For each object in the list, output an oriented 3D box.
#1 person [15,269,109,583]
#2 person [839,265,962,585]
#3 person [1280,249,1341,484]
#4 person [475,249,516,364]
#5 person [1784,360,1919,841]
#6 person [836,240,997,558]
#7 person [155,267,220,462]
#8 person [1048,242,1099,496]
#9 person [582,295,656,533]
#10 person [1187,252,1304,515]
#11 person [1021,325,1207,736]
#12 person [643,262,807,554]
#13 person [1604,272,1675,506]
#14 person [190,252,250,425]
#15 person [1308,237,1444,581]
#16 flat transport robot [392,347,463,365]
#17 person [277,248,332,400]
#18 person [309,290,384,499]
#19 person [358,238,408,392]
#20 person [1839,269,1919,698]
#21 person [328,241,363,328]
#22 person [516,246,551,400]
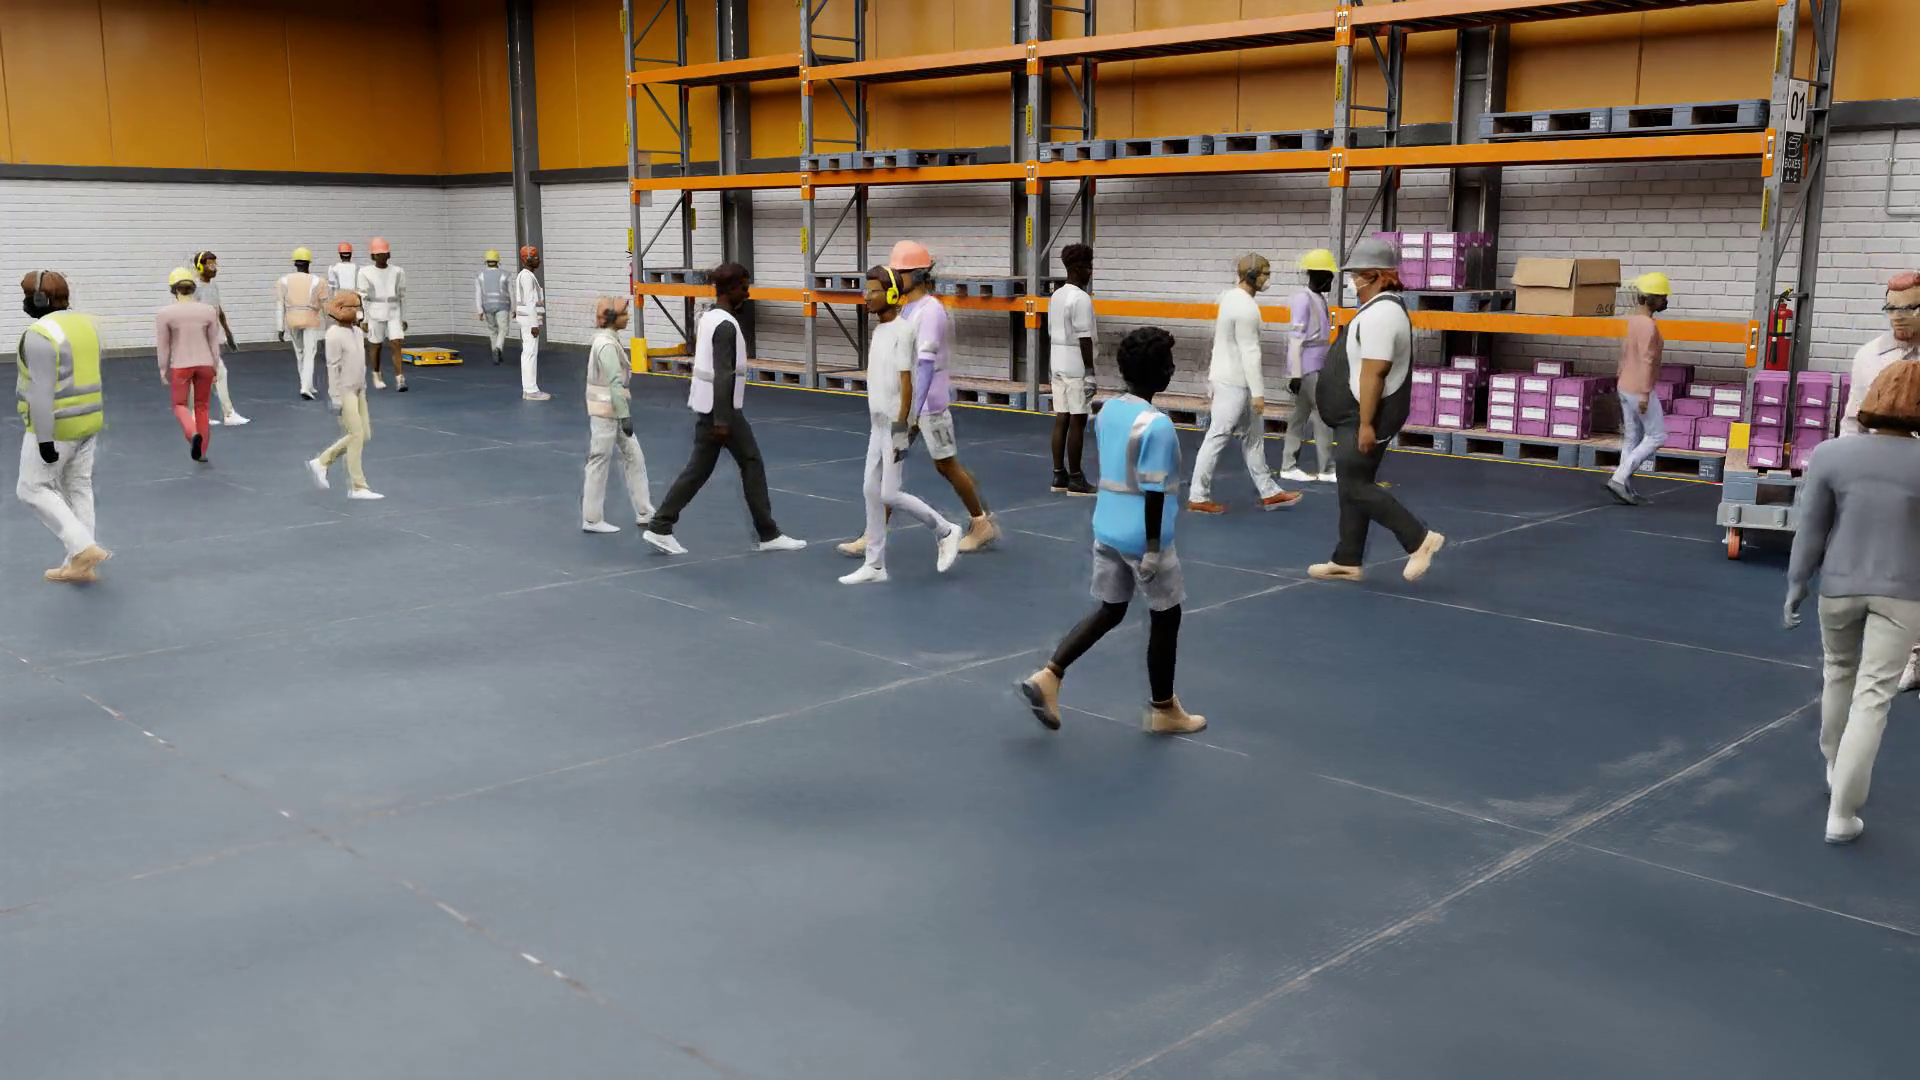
[{"bbox_3d":[-5.195,-0.641,9.621,0.433,1.829,0.634,1,10,4],"label":"person"},{"bbox_3d":[-0.360,-0.659,9.645,0.657,1.858,0.524,-5,12,-27],"label":"person"},{"bbox_3d":[2.973,-1.395,13.508,0.778,1.901,0.613,5,11,25],"label":"person"},{"bbox_3d":[-7.291,-3.652,26.112,0.590,1.805,0.793,0,10,-1],"label":"person"},{"bbox_3d":[3.156,0.188,5.707,0.516,1.600,0.824,9,14,41],"label":"person"},{"bbox_3d":[-0.231,-0.871,10.445,1.044,1.999,0.632,-5,11,-23],"label":"person"},{"bbox_3d":[-6.792,-1.531,14.705,0.524,1.745,0.571,-9,13,-39],"label":"person"},{"bbox_3d":[0.898,-1.326,12.973,0.367,1.967,0.606,-4,11,-22],"label":"person"},{"bbox_3d":[-2.264,-0.844,11.294,0.721,1.608,0.549,-2,11,-9],"label":"person"},{"bbox_3d":[2.100,-1.110,12.006,0.974,1.888,0.636,0,10,2],"label":"person"},{"bbox_3d":[0.629,-0.015,6.615,0.719,1.674,0.529,-5,11,-24],"label":"person"},{"bbox_3d":[-1.549,-0.827,10.562,1.019,1.866,0.600,-4,11,-19],"label":"person"},{"bbox_3d":[5.074,-1.099,12.334,0.359,1.755,0.525,1,10,7],"label":"person"},{"bbox_3d":[-7.875,-2.127,17.684,0.819,1.838,0.543,0,10,1],"label":"person"},{"bbox_3d":[2.402,-0.740,9.578,0.704,2.000,0.691,3,11,16],"label":"person"},{"bbox_3d":[-8.406,-2.903,26.205,0.652,0.197,1.431,-7,13,-35],"label":"flat transport robot"},{"bbox_3d":[-8.160,-2.688,20.686,0.595,1.873,1.006,-1,10,-6],"label":"person"},{"bbox_3d":[-4.750,-1.107,12.759,0.548,1.619,0.497,1,10,5],"label":"person"},{"bbox_3d":[-7.512,-2.924,21.669,0.624,1.986,1.073,-6,12,-30],"label":"person"},{"bbox_3d":[4.181,-0.235,7.279,0.474,1.876,0.677,-5,11,-24],"label":"person"},{"bbox_3d":[-9.661,-3.731,26.218,0.558,1.917,0.578,-4,11,-23],"label":"person"},{"bbox_3d":[-5.291,-2.671,20.540,0.355,1.883,0.574,-4,11,-20],"label":"person"}]
